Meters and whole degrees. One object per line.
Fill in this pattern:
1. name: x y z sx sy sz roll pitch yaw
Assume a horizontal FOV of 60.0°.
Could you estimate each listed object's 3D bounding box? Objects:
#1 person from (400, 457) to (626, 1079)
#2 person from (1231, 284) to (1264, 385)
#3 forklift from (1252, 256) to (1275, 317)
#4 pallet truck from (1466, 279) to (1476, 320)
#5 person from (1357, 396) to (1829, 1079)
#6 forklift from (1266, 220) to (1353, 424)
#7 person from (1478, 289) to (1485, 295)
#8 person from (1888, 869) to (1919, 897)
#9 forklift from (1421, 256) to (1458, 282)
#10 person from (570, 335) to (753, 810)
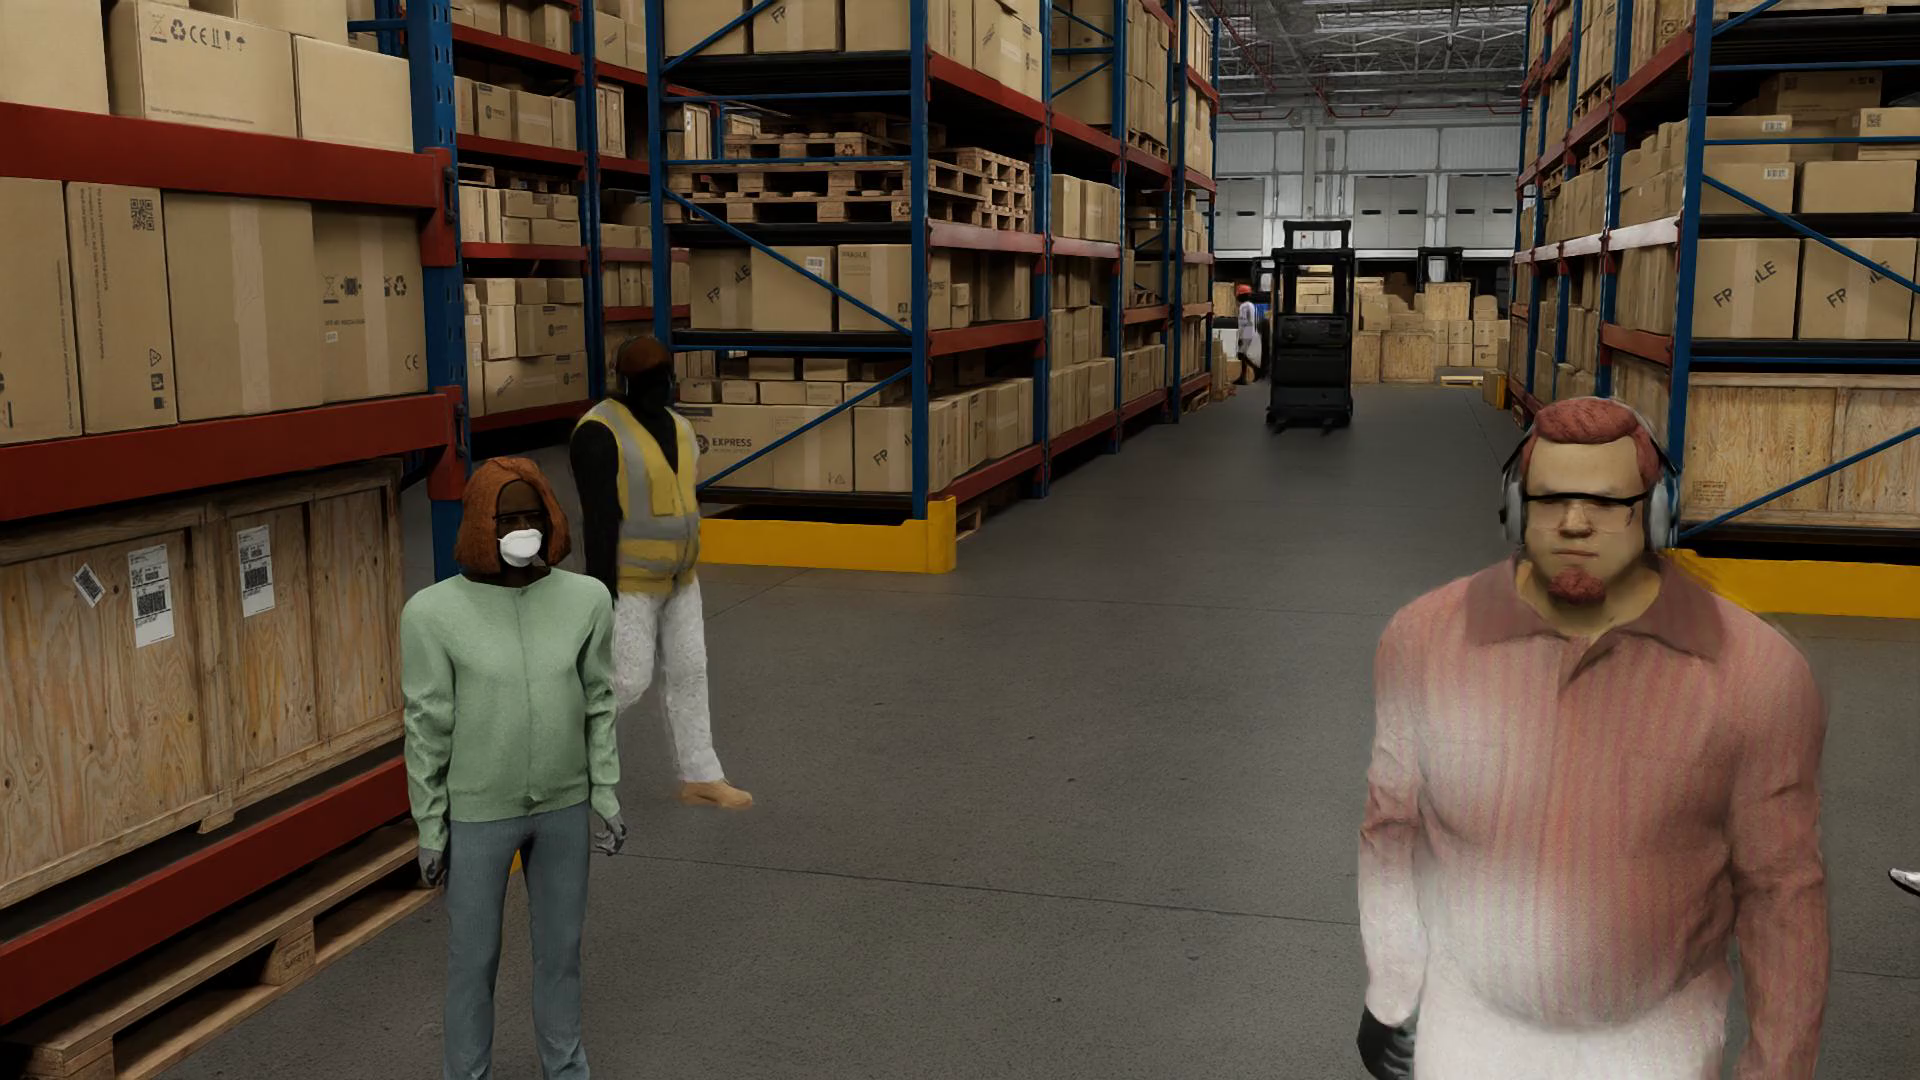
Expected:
1. person: -0.995 0.623 3.762 0.500 1.633 0.285 -7 11 -37
2. person: 5.434 -3.858 31.355 0.579 1.912 0.566 5 10 28
3. forklift: 11.269 -9.084 61.485 1.129 2.768 1.873 2 9 15
4. pallet truck: 18.896 -8.459 60.307 1.885 1.965 0.823 5 10 31
5. person: 0.905 0.717 2.470 0.664 1.852 0.986 4 10 23
6. forklift: 4.991 -3.094 23.427 1.129 2.768 1.873 2 9 15
7. person: 18.074 -7.844 57.530 0.598 1.646 0.881 -8 12 -42
8. person: 3.356 0.320 4.957 0.925 1.870 0.647 2 9 12
9. forklift: 12.355 -6.175 43.004 1.129 2.768 1.873 2 9 15
10. person: -1.212 0.136 6.275 0.729 1.818 0.649 5 10 27
